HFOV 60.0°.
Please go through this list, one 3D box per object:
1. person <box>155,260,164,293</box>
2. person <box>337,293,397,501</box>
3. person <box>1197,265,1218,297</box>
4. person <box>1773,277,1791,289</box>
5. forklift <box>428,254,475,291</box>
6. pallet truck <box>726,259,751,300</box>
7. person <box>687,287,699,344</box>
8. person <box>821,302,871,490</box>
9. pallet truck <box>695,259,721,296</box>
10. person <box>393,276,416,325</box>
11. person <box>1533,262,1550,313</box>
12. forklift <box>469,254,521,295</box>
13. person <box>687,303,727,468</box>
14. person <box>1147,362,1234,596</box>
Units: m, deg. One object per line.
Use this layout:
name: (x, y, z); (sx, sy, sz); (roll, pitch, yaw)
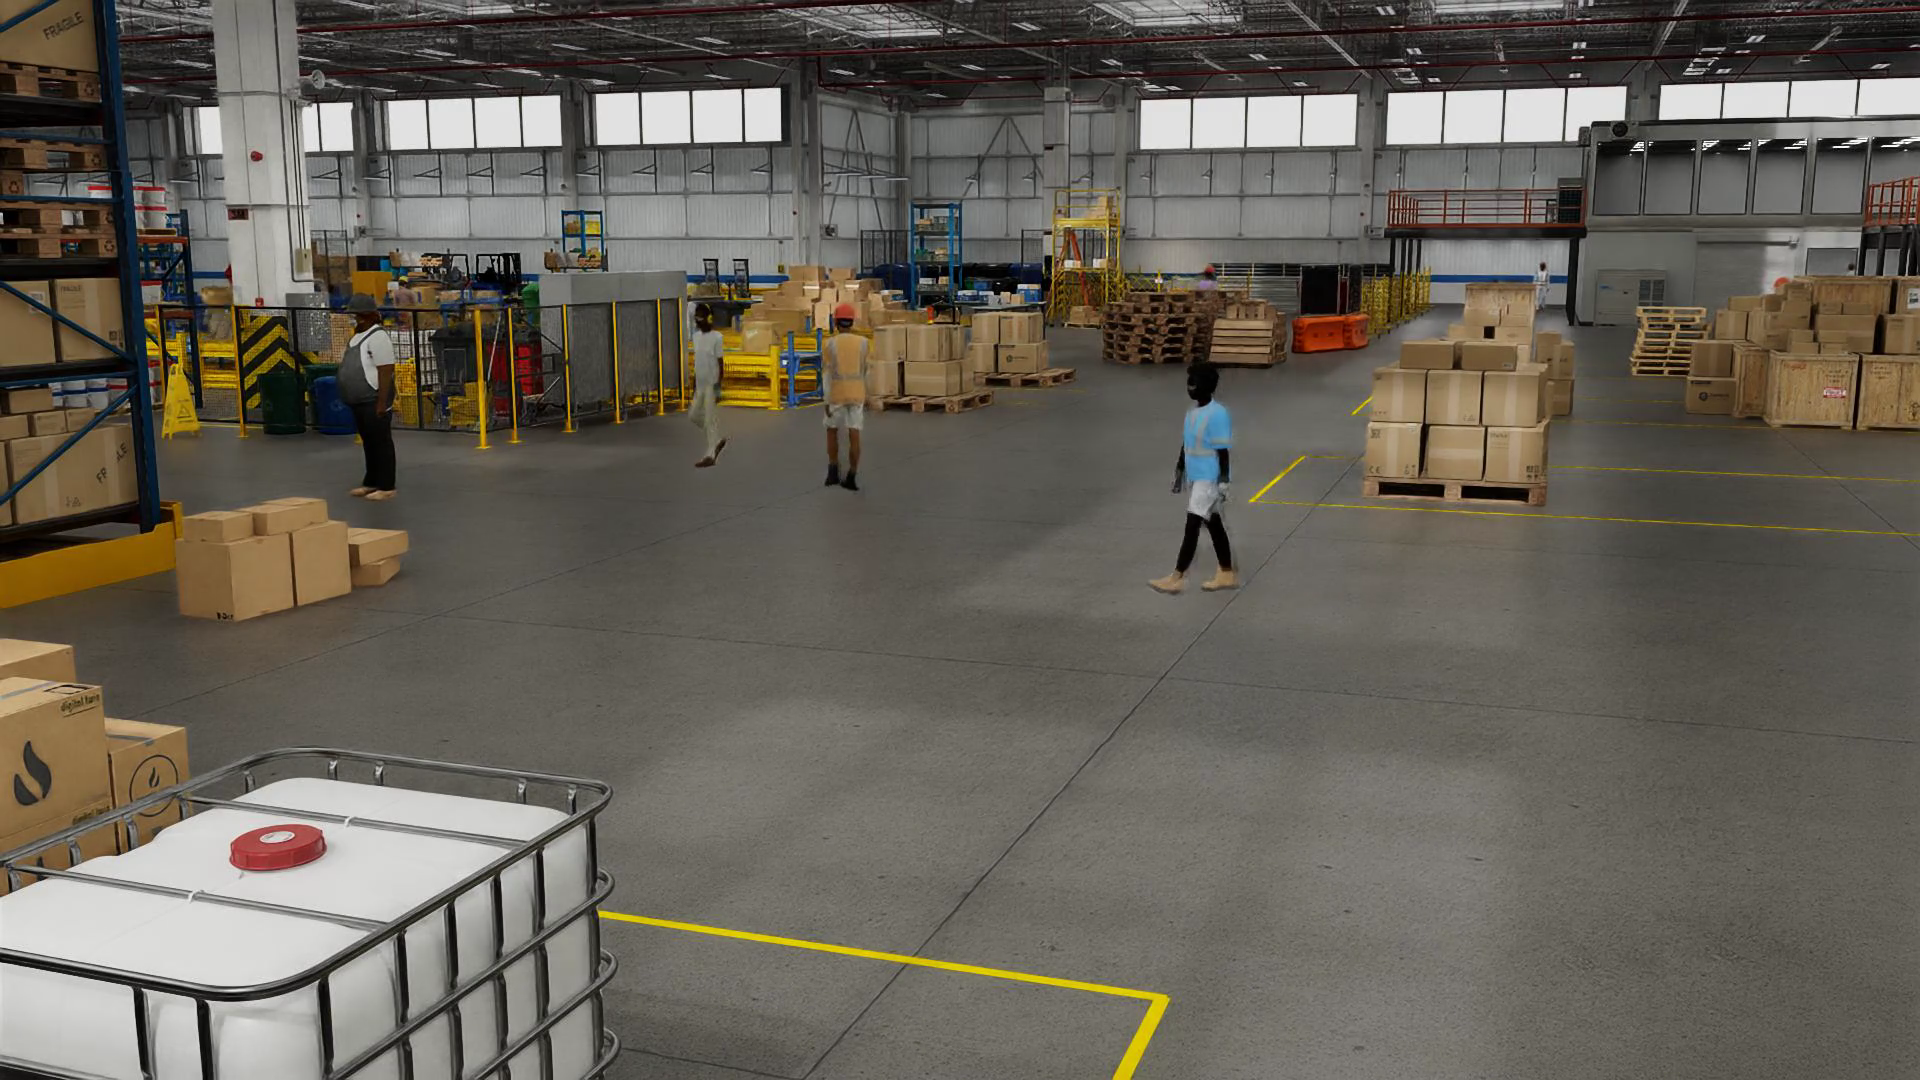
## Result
person: (-33.880, -10.907, 70.407); (0.389, 1.846, 0.566); (0, 10, 0)
person: (-5.829, -1.402, 16.335); (0.536, 2.000, 0.681); (-8, 13, -37)
person: (5.979, -5.664, 40.437); (0.618, 2.011, 0.957); (9, 14, 42)
person: (13.152, -3.210, 26.654); (0.613, 1.991, 0.391); (-9, 13, -41)
forklift: (-20.133, -10.254, 65.465); (1.157, 1.987, 2.680); (3, 11, 19)
pallet truck: (-7.986, -9.493, 62.019); (0.823, 1.965, 1.885); (3, 11, 17)
person: (-4.812, -3.493, 28.802); (0.885, 1.793, 0.599); (3, 11, 17)
person: (-1.196, -1.481, 17.127); (0.541, 1.911, 0.662); (-3, 11, -18)
pallet truck: (-9.165, -9.627, 62.776); (0.823, 1.965, 1.885); (4, 11, 23)
person: (-13.175, -5.376, 39.513); (0.523, 1.760, 0.328); (-3, 11, -18)
person: (21.563, -9.360, 61.680); (0.577, 1.842, 0.920); (3, 10, 15)
forklift: (-17.990, -10.121, 64.684); (1.157, 1.987, 2.680); (3, 11, 17)
person: (-2.853, -1.743, 18.767); (0.550, 1.856, 0.438); (8, 13, 39)
person: (1.649, -0.430, 11.894); (0.803, 1.658, 0.555); (-3, 10, -14)
